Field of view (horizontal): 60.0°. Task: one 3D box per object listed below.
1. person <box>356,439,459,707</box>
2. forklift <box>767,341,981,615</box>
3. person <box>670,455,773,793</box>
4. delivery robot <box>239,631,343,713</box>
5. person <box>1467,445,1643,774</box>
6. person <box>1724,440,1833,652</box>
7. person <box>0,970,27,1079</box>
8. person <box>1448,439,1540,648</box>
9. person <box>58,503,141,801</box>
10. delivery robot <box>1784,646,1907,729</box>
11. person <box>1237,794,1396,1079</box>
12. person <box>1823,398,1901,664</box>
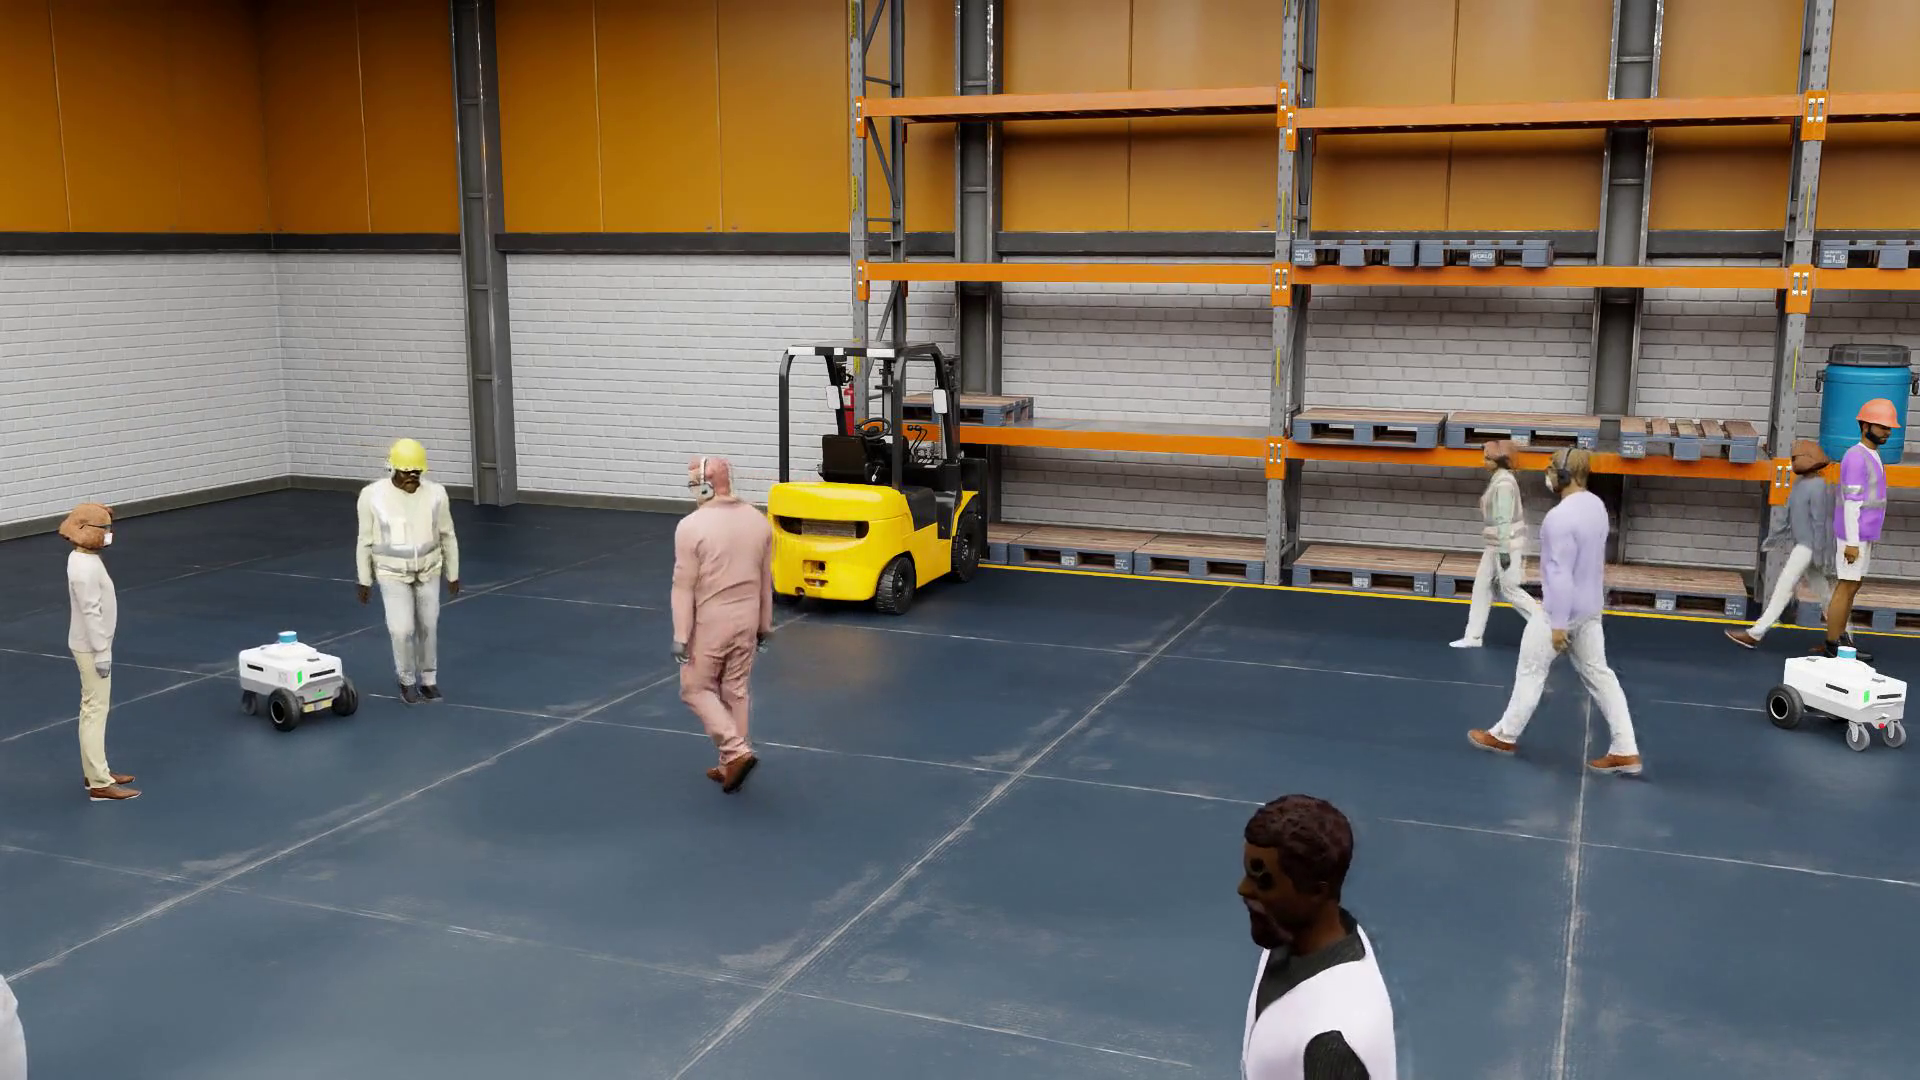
[{"bbox_3d":[-3.580,0.219,10.819,0.644,1.779,0.495,-7,12,-34],"label":"person"},{"bbox_3d":[-0.739,-0.602,14.246,1.214,2.155,2.313,4,11,21],"label":"forklift"},{"bbox_3d":[-1.279,0.474,9.115,0.508,1.883,0.670,9,14,41],"label":"person"},{"bbox_3d":[-4.266,0.826,10.594,0.707,0.478,0.477,7,13,35],"label":"delivery robot"},{"bbox_3d":[3.506,0.394,9.560,0.654,1.891,1.033,-10,14,-44],"label":"person"},{"bbox_3d":[6.183,0.056,12.294,0.875,1.577,0.495,3,11,16],"label":"person"},{"bbox_3d":[-2.556,1.415,4.003,0.626,1.842,0.429,-1,10,-8],"label":"person"},{"bbox_3d":[4.080,0.048,12.285,0.757,1.600,0.523,2,10,9],"label":"person"},{"bbox_3d":[-4.717,0.602,9.099,0.278,1.633,0.498,-6,12,-29],"label":"person"},{"bbox_3d":[5.419,0.898,10.197,0.477,0.478,0.707,-3,11,-16],"label":"delivery robot"},{"bbox_3d":[0.729,1.456,3.562,0.440,1.905,0.630,1,10,3],"label":"person"},{"bbox_3d":[6.447,-0.048,11.879,0.369,1.933,0.551,8,13,38],"label":"person"}]
